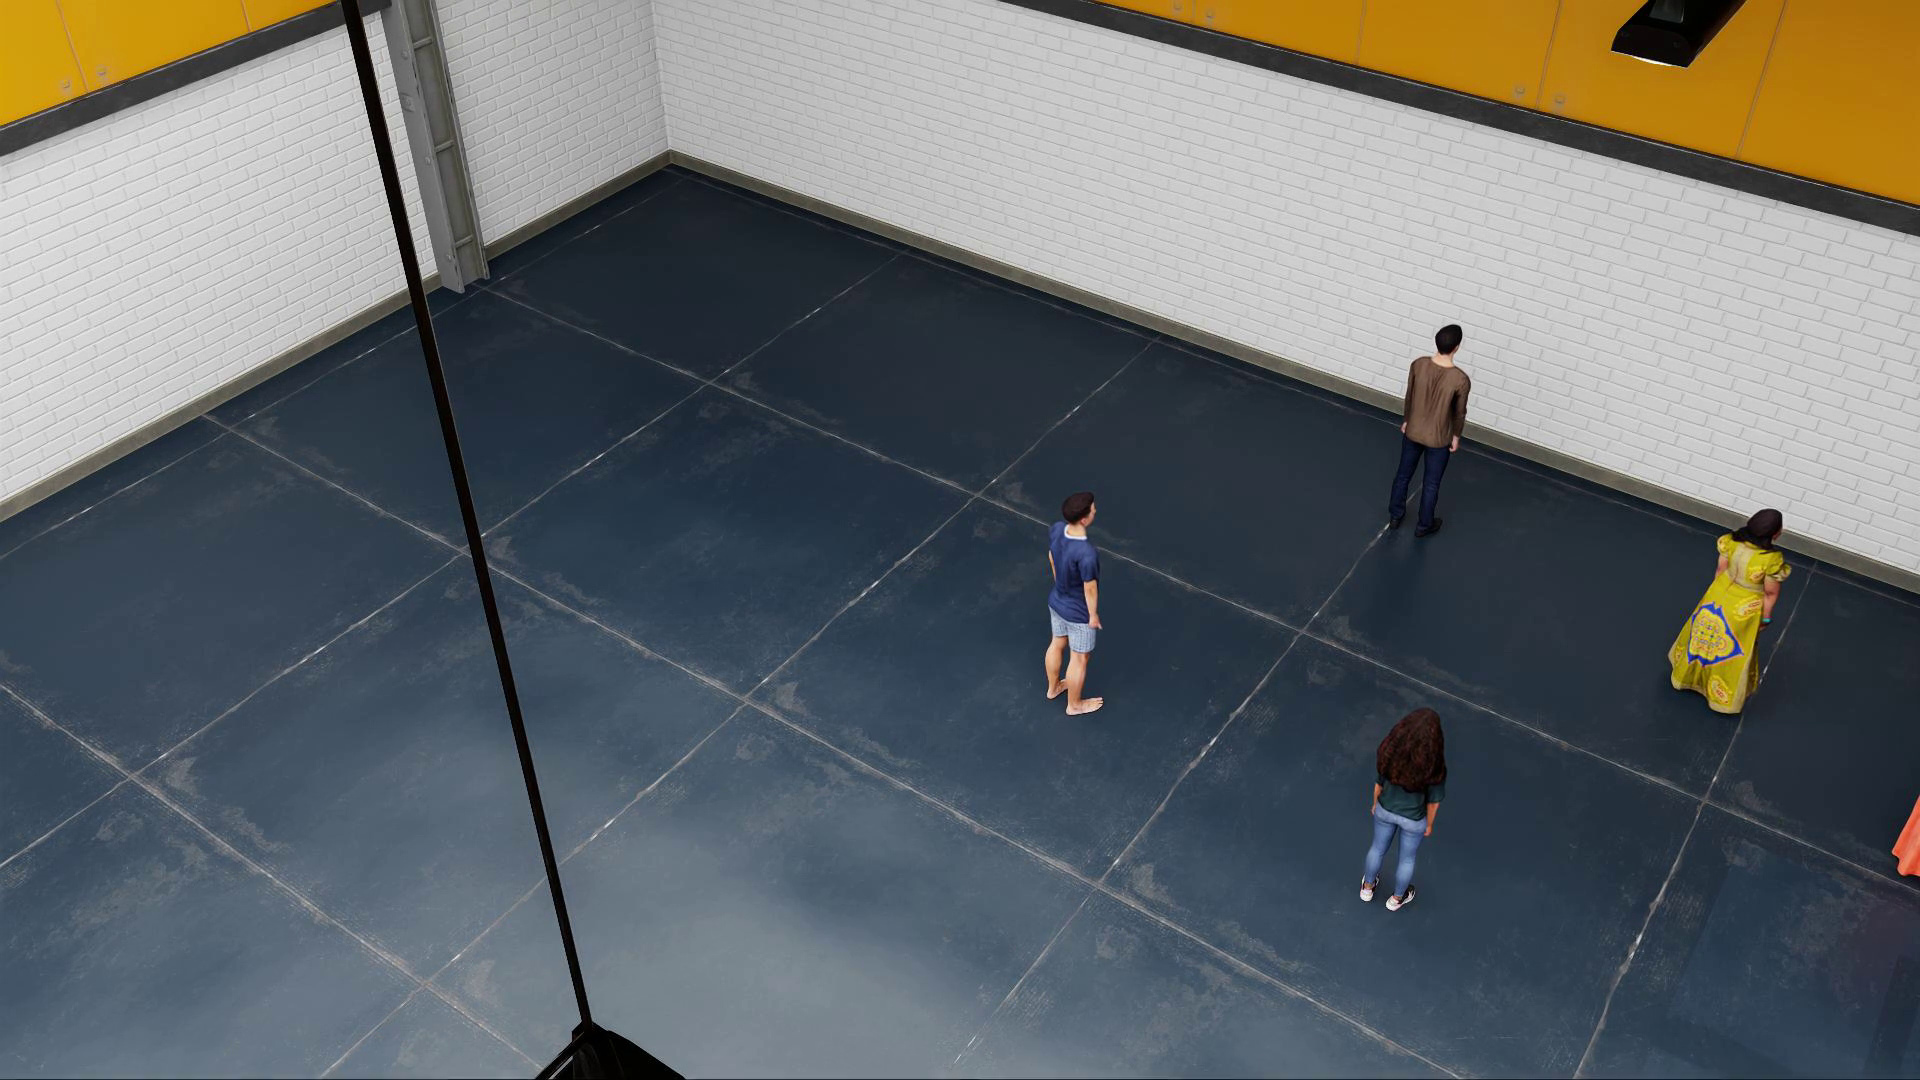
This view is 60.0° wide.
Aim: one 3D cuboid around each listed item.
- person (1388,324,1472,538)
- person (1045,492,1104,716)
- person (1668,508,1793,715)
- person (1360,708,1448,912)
[{"bbox_3d":[3.685,-0.857,13.072,0.646,1.887,0.542,25,45,28],"label":"person"},{"bbox_3d":[0.780,0.436,11.482,0.679,1.850,0.691,-23,44,-26],"label":"person"},{"bbox_3d":[5.418,0.462,11.602,0.955,1.660,0.976,-21,43,-24],"label":"person"},{"bbox_3d":[2.703,1.646,10.153,0.598,1.617,0.591,21,43,25],"label":"person"}]
